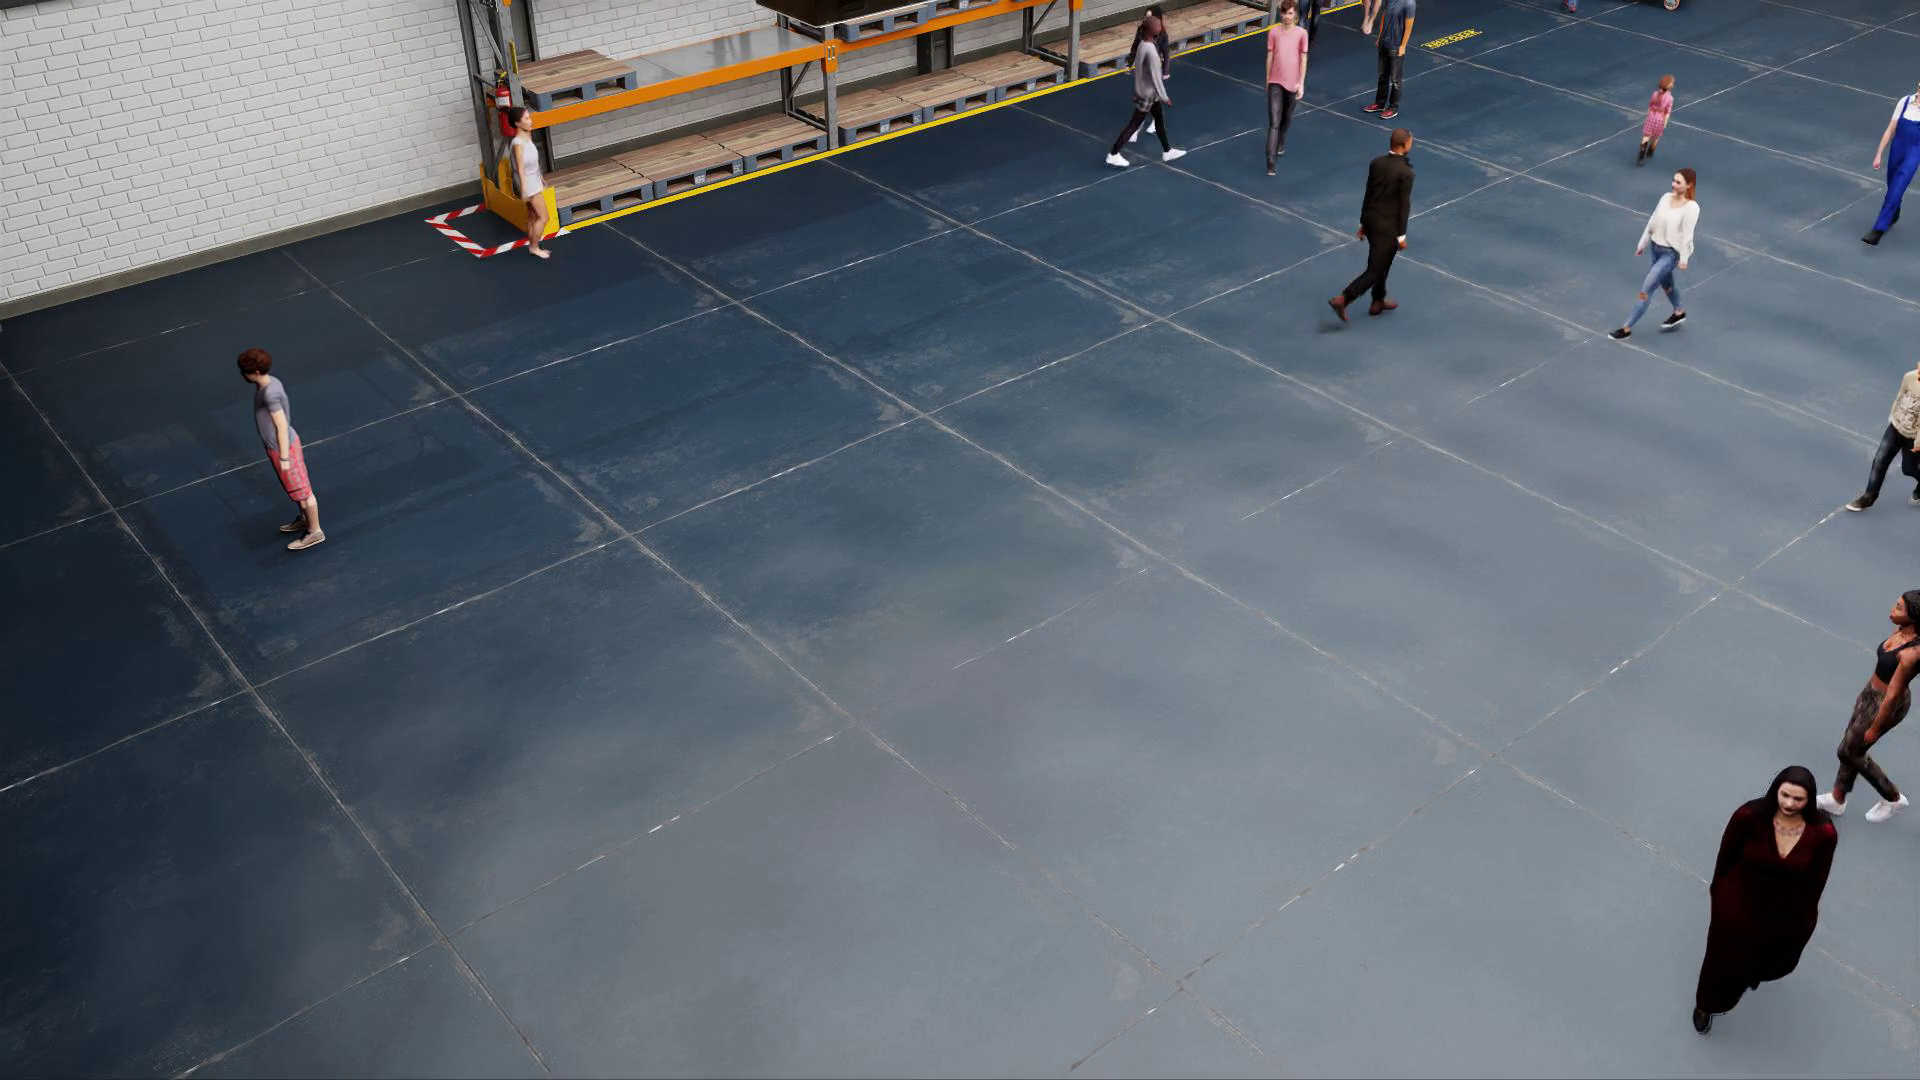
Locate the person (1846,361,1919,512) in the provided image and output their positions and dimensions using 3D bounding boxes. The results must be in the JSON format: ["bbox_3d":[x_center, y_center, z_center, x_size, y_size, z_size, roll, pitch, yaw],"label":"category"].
[{"bbox_3d":[7.494,-0.855,13.036,0.996,1.443,0.739,-12,35,-17],"label":"person"}]

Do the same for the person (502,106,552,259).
[{"bbox_3d":[-4.514,-3.675,17.134,0.714,1.603,0.674,-3,34,-4],"label":"person"}]

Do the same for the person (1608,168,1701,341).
[{"bbox_3d":[6.671,-2.666,15.576,1.216,1.648,0.934,-10,35,-15],"label":"person"}]

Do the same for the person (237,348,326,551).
[{"bbox_3d":[-5.143,-0.712,12.634,0.589,1.649,0.631,-17,37,-23],"label":"person"}]

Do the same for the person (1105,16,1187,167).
[{"bbox_3d":[2.052,-5.115,19.195,1.268,1.721,1.113,-2,34,-3],"label":"person"}]

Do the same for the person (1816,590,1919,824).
[{"bbox_3d":[5.596,1.035,9.967,0.856,1.693,0.846,12,36,18],"label":"person"}]

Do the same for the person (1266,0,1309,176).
[{"bbox_3d":[3.775,-5.296,19.297,1.189,1.908,1.271,4,34,6],"label":"person"}]

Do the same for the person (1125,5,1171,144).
[{"bbox_3d":[2.326,-5.652,20.118,1.091,1.593,0.655,-27,42,-34],"label":"person"}]

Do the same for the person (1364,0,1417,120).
[{"bbox_3d":[5.417,-6.202,20.748,0.598,1.810,0.684,-18,37,-25],"label":"person"}]

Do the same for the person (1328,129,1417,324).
[{"bbox_3d":[3.944,-2.930,15.765,1.213,1.877,0.853,-15,36,-21],"label":"person"}]

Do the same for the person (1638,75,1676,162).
[{"bbox_3d":[8.198,-4.970,19.620,0.545,1.008,0.745,20,38,27],"label":"person"}]

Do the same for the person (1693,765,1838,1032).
[{"bbox_3d":[4.207,1.842,8.700,0.858,1.752,0.910,13,36,19],"label":"person"}]

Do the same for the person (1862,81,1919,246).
[{"bbox_3d":[9.995,-4.057,17.534,1.279,1.797,0.676,-27,42,-34],"label":"person"}]
